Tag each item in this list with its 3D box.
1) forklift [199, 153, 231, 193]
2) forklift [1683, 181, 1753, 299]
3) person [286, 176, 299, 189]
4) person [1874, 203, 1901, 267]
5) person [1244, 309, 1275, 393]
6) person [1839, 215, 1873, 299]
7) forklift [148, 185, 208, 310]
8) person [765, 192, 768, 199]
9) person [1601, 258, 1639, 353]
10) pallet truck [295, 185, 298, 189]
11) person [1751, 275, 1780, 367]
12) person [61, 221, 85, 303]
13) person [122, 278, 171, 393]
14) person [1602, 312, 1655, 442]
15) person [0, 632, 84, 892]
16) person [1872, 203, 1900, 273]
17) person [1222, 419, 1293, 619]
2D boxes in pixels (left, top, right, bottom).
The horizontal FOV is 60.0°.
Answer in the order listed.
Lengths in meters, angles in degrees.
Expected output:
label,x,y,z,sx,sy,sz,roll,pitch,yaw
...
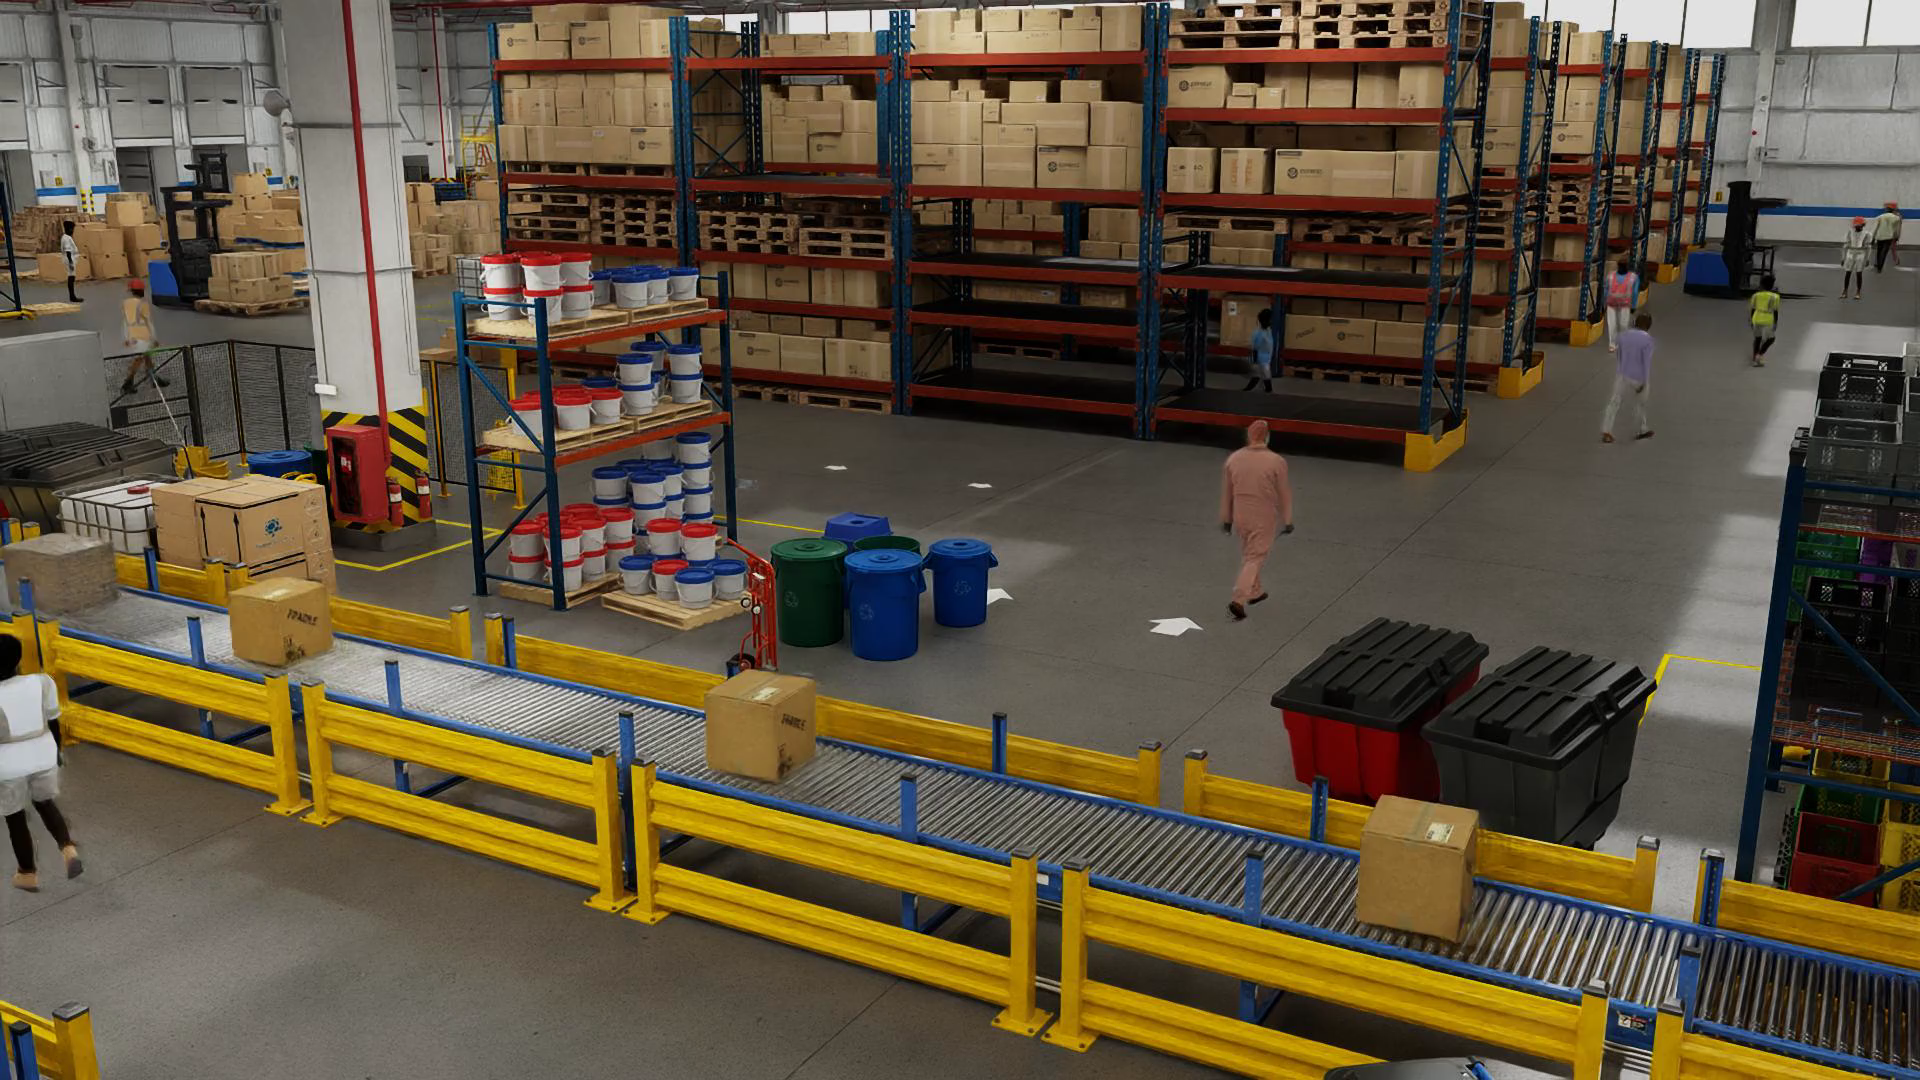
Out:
label,x,y,z,sx,sy,sz,roll,pitch,yaw
forklift,-27.440,-12.865,61.464,1.873,2.768,1.129,8,17,28
forklift,19.072,-7.424,41.007,1.873,2.768,1.129,11,18,35
person,-28.410,-14.715,70.865,0.539,1.588,0.877,-3,15,-11
person,27.190,-8.930,48.649,0.954,1.859,0.675,-11,19,-36
person,4.725,-2.762,25.839,0.861,1.647,0.544,7,17,26
person,21.931,-6.916,40.712,0.613,2.040,0.387,13,20,40
forklift,-18.053,-6.869,38.922,1.873,2.768,1.129,8,17,28
person,-8.004,-14.007,67.582,0.653,1.929,0.544,-2,15,-8
person,12.745,-4.542,32.191,0.629,1.828,0.438,9,17,30
pallet truck,-26.804,-14.617,69.738,1.885,1.965,0.823,-14,20,-42
person,14.673,-3.984,30.347,0.354,1.684,0.552,-9,18,-32
person,-21.401,-6.702,40.058,0.398,1.958,0.607,-7,16,-25
person,-13.778,-3.424,27.881,0.560,1.897,0.987,7,17,26
person,9.588,-2.315,23.750,1.071,1.882,0.642,-9,18,-32
person,-5.733,1.378,10.192,0.449,1.686,0.548,9,17,31
person,26.155,-8.525,46.939,0.614,1.939,1.047,13,20,41
person,2.786,-0.211,15.837,0.643,1.871,0.927,13,20,40
